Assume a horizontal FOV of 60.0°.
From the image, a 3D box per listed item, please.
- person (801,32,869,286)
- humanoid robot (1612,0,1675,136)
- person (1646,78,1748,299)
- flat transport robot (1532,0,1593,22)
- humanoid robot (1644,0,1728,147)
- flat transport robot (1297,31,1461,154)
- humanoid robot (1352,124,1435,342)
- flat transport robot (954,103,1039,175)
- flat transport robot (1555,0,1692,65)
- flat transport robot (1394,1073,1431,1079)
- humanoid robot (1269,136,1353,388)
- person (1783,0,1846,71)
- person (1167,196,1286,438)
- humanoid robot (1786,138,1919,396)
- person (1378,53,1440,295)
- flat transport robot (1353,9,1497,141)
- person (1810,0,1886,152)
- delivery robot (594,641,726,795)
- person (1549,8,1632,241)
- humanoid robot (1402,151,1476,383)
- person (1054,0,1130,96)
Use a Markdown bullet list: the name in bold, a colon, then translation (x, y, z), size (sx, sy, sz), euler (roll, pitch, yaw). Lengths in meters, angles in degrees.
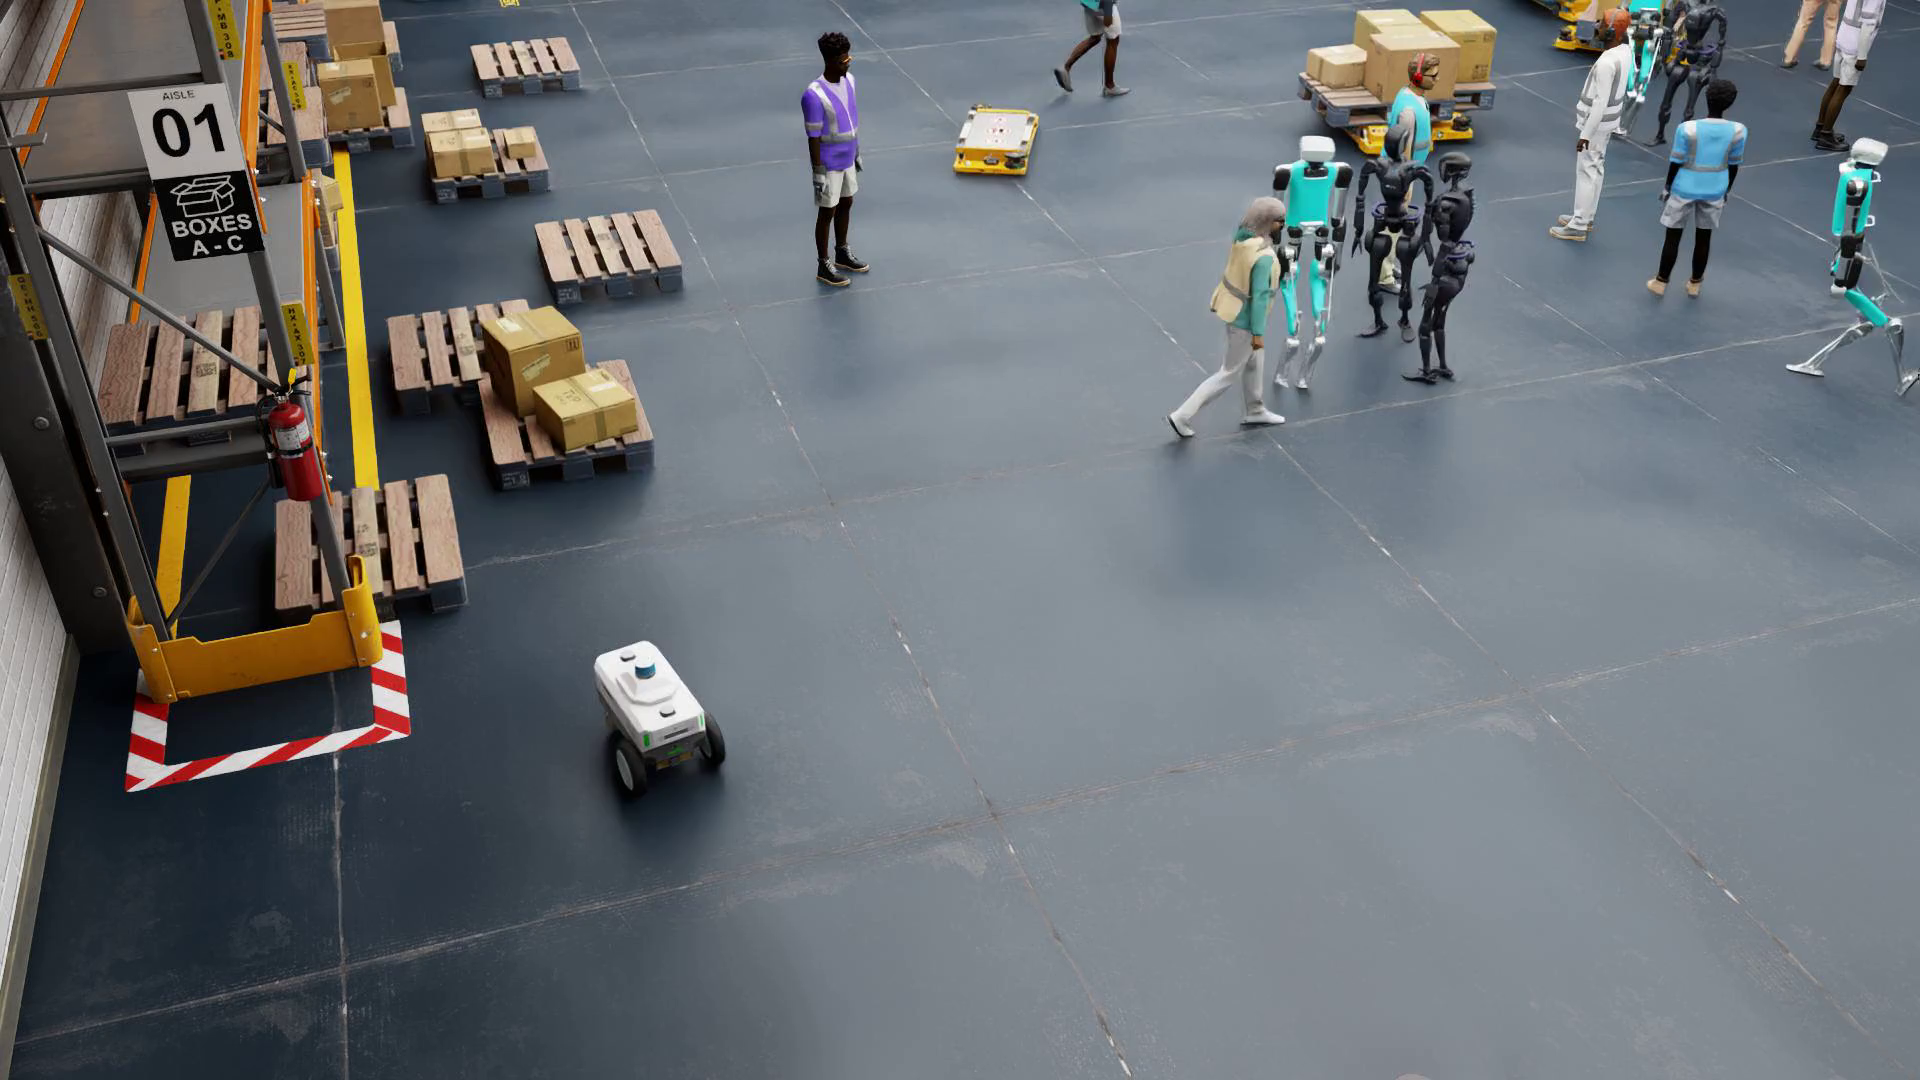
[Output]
- **person**: translation (-0.959, -2.942, 12.829), size (0.371, 1.959, 0.603), euler (18, 37, 25)
- **humanoid robot**: translation (6.381, -4.576, 15.505), size (0.542, 1.768, 0.703), euler (3, 33, 4)
- **person**: translation (5.588, -2.645, 12.606), size (0.539, 1.695, 0.317), euler (3, 33, 5)
- **flat transport robot**: translation (7.180, -6.435, 19.728), size (0.659, 0.231, 1.431), euler (-8, 34, -12)
- **humanoid robot**: translation (6.698, -4.366, 15.270), size (0.329, 1.650, 0.608), euler (-25, 41, -33)
- **flat transport robot**: translation (3.994, -4.078, 16.113), size (0.659, 0.231, 1.431), euler (-5, 33, -8)
- **humanoid robot**: translation (3.128, -2.201, 11.945), size (0.616, 1.631, 0.410), euler (14, 36, 21)
- **flat transport robot**: translation (0.353, -3.770, 15.641), size (0.659, 0.231, 1.431), euler (4, 33, 6)
- **flat transport robot**: translation (7.346, -5.474, 18.254), size (1.431, 0.231, 0.659), euler (17, 37, 24)
- **flat transport robot**: translation (1.751, 2.577, 5.906), size (0.659, 0.231, 1.431), euler (12, 35, 17)
- **humanoid robot**: translation (2.365, -1.778, 11.257), size (0.530, 1.824, 0.629), euler (-2, 33, -4)
- **person**: translation (9.066, -5.757, 17.423), size (0.509, 1.648, 0.446), euler (-2, 33, -4)
- **person**: translation (1.771, -1.426, 10.760), size (0.811, 1.669, 0.514), euler (-5, 33, -7)
- **humanoid robot**: translation (6.309, -1.817, 11.319), size (0.957, 1.777, 0.560), euler (13, 35, 19)
- **person**: translation (3.382, -2.805, 12.718), size (0.390, 1.845, 0.563), euler (8, 34, 12)
- **flat transport robot**: translation (4.476, -4.261, 16.393), size (0.659, 0.231, 1.431), euler (-4, 33, -6)
- **person**: translation (8.292, -4.569, 15.350), size (0.383, 1.929, 0.541), euler (6, 34, 8)
- **delivery robot**: translation (-1.524, 0.866, 8.286), size (0.508, 0.614, 0.785), euler (-18, 37, -26)
- **person**: translation (5.181, -3.377, 13.560), size (0.342, 1.882, 0.585), euler (20, 38, 28)
- **humanoid robot**: translation (3.336, -1.857, 11.418), size (0.342, 1.638, 0.608), euler (15, 36, 22)
- **person**: translation (1.341, -5.375, 16.600), size (0.713, 1.909, 0.589), euler (-13, 35, -20)
